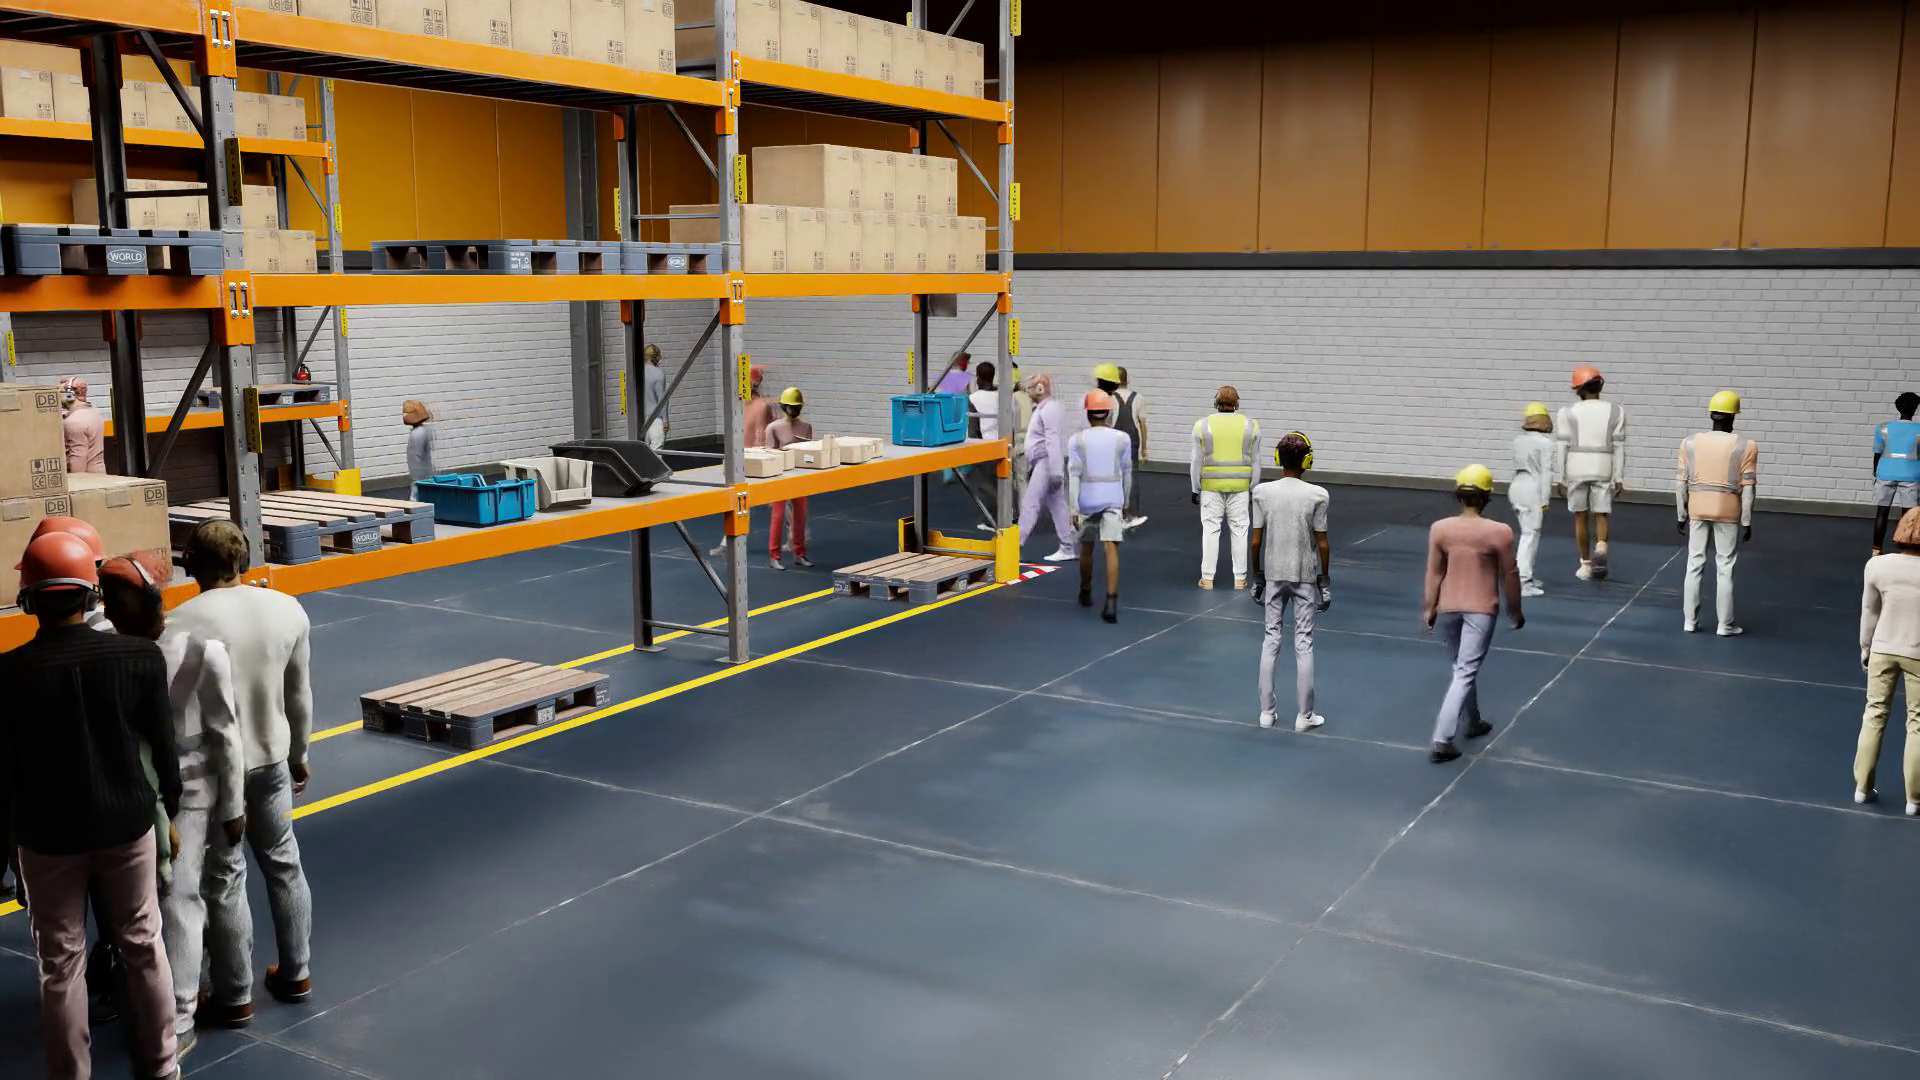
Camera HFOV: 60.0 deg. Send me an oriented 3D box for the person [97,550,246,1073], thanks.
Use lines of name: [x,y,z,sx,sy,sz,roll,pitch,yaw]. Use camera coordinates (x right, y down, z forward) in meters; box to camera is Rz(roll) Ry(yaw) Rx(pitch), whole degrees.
person: [-2.908,0.936,6.152,0.582,1.866,0.781,1,9,6]

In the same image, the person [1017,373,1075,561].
person: [0.711,-0.697,16.318,0.940,1.861,0.660,0,9,2]

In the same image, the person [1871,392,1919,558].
person: [9.204,-0.603,16.279,0.530,1.689,0.321,7,11,35]

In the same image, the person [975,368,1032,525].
person: [0.520,-1.035,18.657,0.690,1.795,0.636,6,11,32]

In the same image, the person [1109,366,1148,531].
person: [1.790,-1.014,18.458,0.622,1.806,0.603,-1,9,-9]

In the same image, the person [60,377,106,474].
person: [-7.997,-0.528,15.133,0.402,1.911,0.638,-2,9,-11]

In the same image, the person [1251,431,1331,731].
person: [2.060,0.257,10.351,0.513,1.872,0.328,4,10,25]

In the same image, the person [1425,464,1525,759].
person: [3.024,0.412,9.864,0.895,1.724,0.524,-8,12,-41]

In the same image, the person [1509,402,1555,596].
person: [5.079,-0.372,14.796,0.499,1.702,0.492,-3,10,-19]

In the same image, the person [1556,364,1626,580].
person: [5.786,-0.599,15.277,0.612,2.009,0.638,2,9,13]

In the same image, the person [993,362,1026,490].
person: [0.647,-1.503,21.887,0.531,1.692,0.317,3,10,19]

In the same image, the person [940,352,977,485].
person: [0.013,-1.664,22.647,0.555,1.780,0.978,7,12,39]

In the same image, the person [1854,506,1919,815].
person: [5.009,0.630,8.798,0.285,1.626,0.496,-7,12,-38]

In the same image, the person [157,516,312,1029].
person: [-2.743,0.871,6.305,0.352,1.937,0.635,6,11,35]

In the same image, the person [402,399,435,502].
person: [-5.230,-0.573,16.292,0.435,1.623,0.503,-2,9,-14]

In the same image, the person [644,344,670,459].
person: [-3.983,-1.558,21.484,0.627,1.934,0.371,7,12,38]

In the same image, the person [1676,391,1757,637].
person: [5.928,-0.206,13.058,0.589,1.927,0.386,8,12,41]

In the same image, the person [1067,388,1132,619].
person: [1.163,-0.311,13.848,0.540,1.900,0.998,0,9,0]

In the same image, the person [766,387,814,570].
person: [-1.617,-0.589,15.990,0.533,1.759,0.342,-7,11,-37]

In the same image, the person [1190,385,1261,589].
person: [2.383,-0.468,14.961,0.633,1.843,0.429,0,9,2]

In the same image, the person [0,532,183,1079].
person: [-2.927,0.961,5.559,0.608,1.996,0.379,-7,11,-37]

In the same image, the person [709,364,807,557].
person: [-2.018,-0.810,16.792,1.018,1.952,0.612,-7,11,-36]

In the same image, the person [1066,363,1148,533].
person: [1.571,-0.993,18.170,1.000,1.856,0.615,-3,10,-18]

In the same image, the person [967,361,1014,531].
person: [0.385,-0.991,18.105,0.593,1.895,0.703,-7,11,-37]

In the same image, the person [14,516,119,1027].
person: [-3.325,0.868,6.324,0.354,1.939,0.544,-9,13,-43]

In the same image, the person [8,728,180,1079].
person: [-2.949,1.127,5.655,0.507,1.631,0.276,-2,9,-14]
